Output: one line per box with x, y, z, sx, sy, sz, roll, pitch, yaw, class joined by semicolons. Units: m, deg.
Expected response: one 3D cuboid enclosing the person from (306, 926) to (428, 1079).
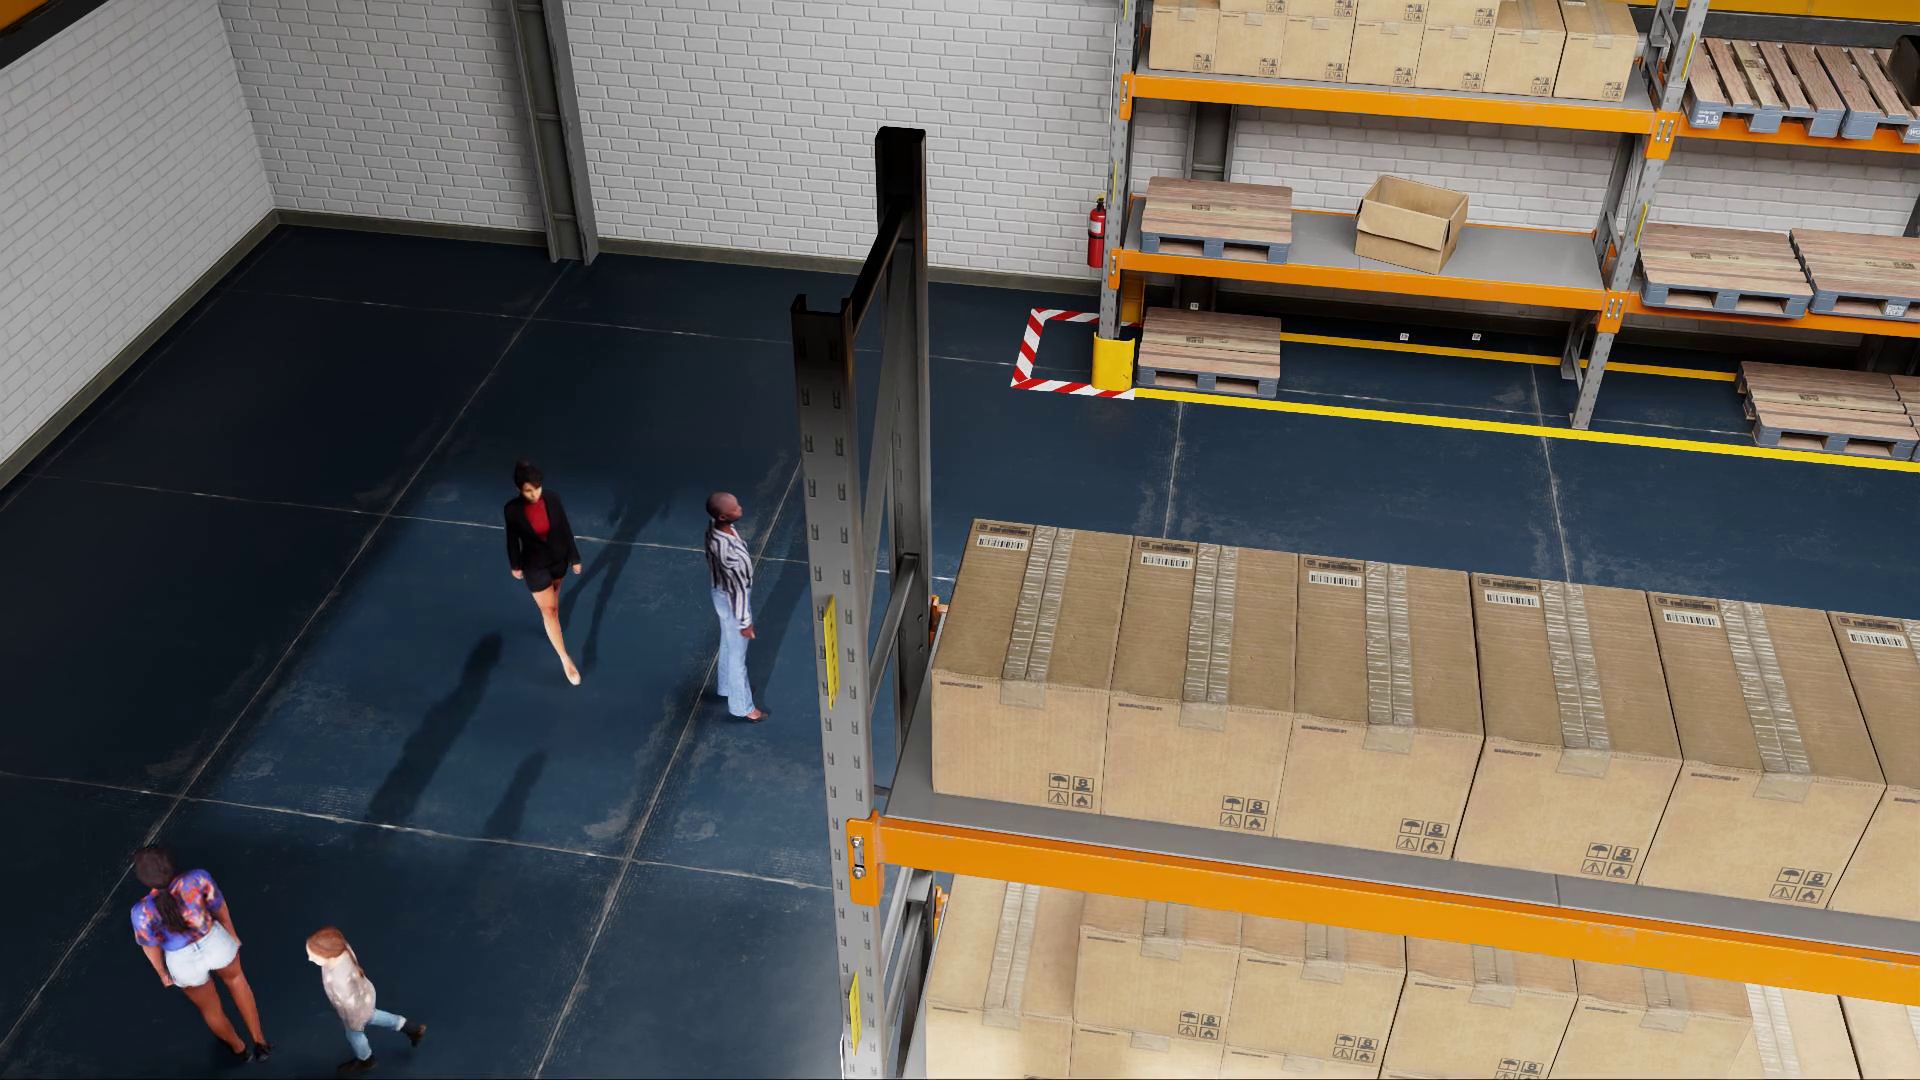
-3.148;2.407;8.767;0.813;1.180;0.669;-10;40;-12;person

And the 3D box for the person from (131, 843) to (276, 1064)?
-3.877;2.203;8.579;0.788;1.735;0.857;-30;47;-32;person

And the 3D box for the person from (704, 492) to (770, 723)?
-1.477;0.422;10.760;0.702;1.795;0.705;-12;40;-15;person

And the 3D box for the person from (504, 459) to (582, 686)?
-2.830;0.144;11.272;1.020;1.592;1.055;-21;43;-24;person
